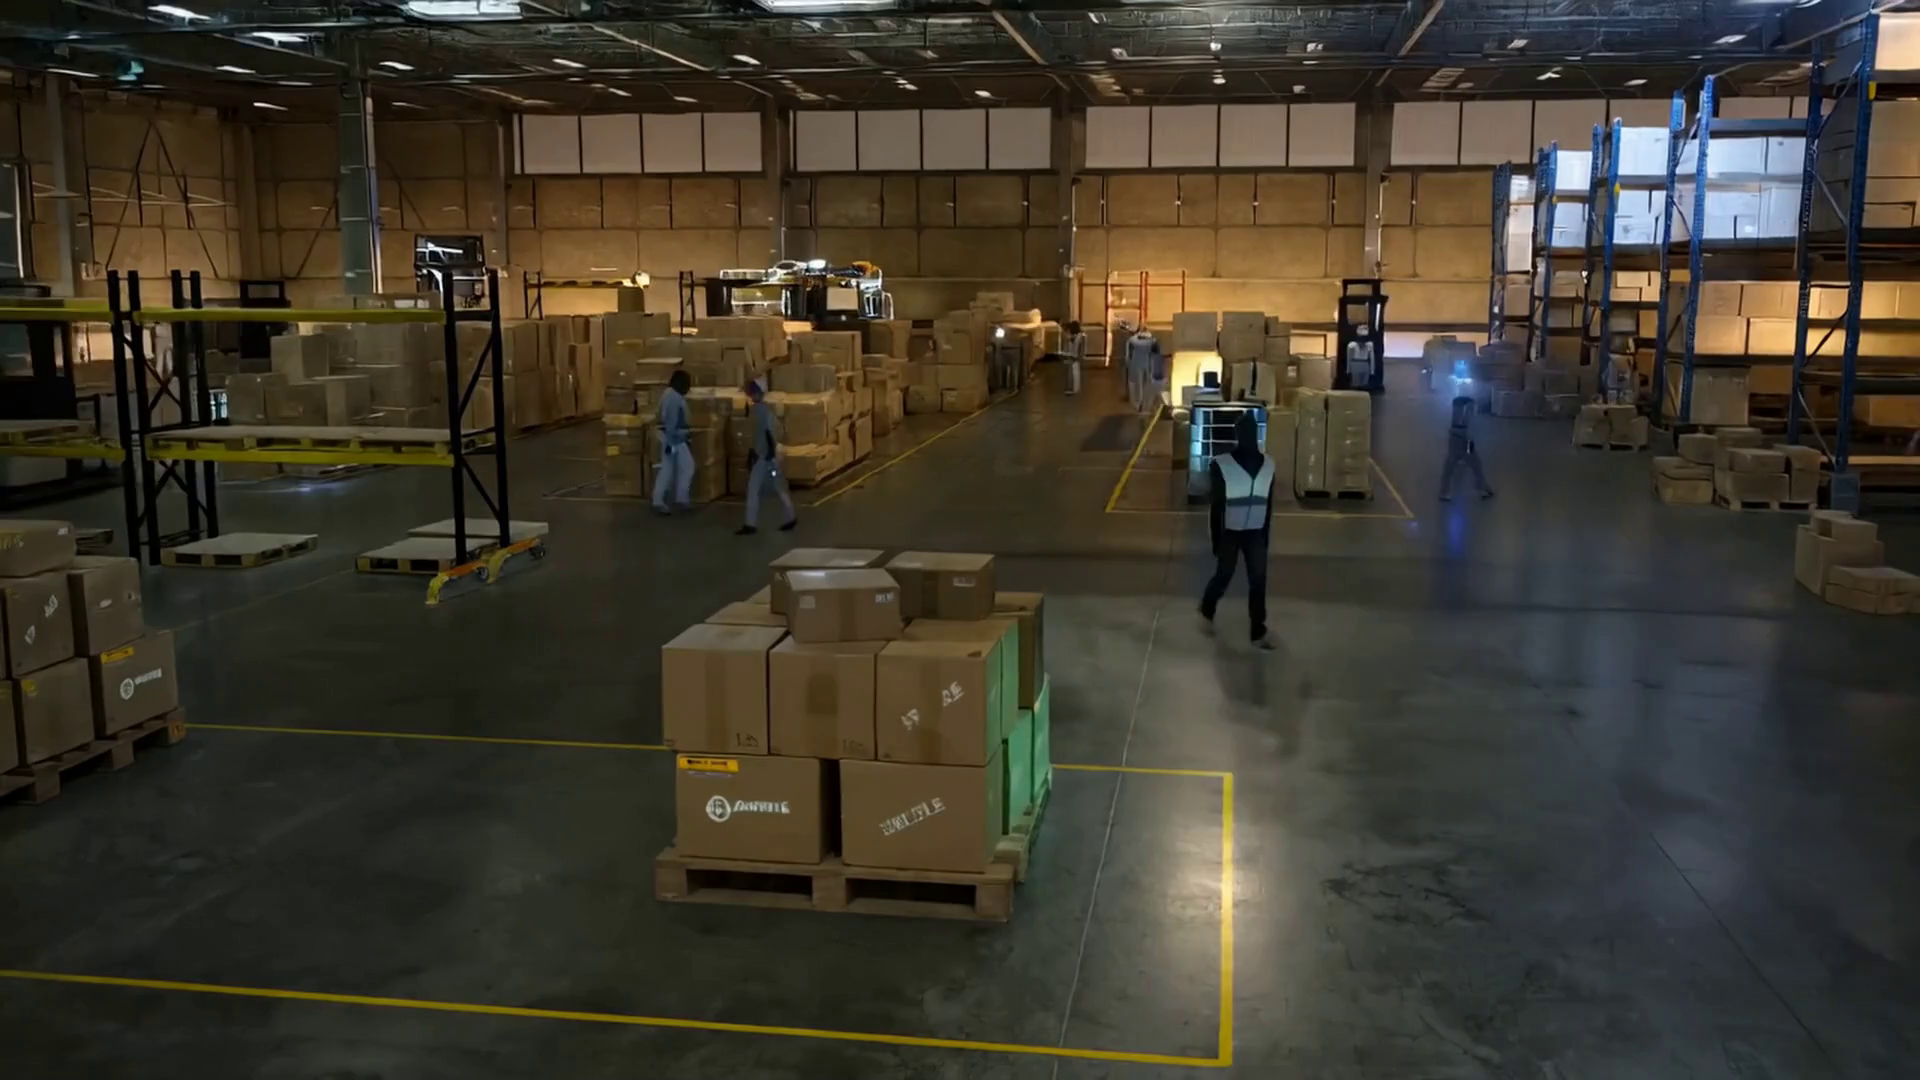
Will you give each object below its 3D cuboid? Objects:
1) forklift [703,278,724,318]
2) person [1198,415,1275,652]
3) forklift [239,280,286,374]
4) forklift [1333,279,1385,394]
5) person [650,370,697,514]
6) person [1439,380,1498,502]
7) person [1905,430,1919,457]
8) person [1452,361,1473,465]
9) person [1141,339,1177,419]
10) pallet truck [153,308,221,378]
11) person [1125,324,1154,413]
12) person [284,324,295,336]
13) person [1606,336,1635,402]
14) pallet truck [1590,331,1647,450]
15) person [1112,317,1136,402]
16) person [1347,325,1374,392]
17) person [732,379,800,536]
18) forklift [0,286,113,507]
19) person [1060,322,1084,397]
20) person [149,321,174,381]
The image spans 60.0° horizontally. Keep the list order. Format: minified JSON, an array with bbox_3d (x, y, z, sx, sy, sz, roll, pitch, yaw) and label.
[{"bbox_3d":[-6.668,-5.726,45.231,1.873,2.768,1.129,1,9,6],"label":"forklift"},{"bbox_3d":[2.250,-0.089,13.540,0.595,1.889,0.945,-4,10,-22],"label":"person"},{"bbox_3d":[-15.623,-4.464,37.445,1.129,2.768,1.873,-3,10,-19],"label":"forklift"},{"bbox_3d":[9.844,-5.040,40.995,1.129,2.768,1.873,1,9,8],"label":"forklift"},{"bbox_3d":[-3.586,-1.226,20.847,0.664,1.794,0.642,-1,9,-3],"label":"person"},{"bbox_3d":[6.683,-1.298,21.861,0.846,1.600,0.520,-4,10,-22],"label":"person"},{"bbox_3d":[15.333,-2.104,25.964,1.006,1.893,0.634,1,9,8],"label":"person"},{"bbox_3d":[7.855,-1.984,25.995,0.314,1.632,0.524,-1,9,-4],"label":"person"},{"bbox_3d":[4.107,-3.291,34.003,0.878,1.652,0.535,6,11,35],"label":"person"},{"bbox_3d":[-21.869,-5.598,47.154,0.823,1.965,1.885,4,10,26],"label":"pallet truck"},{"bbox_3d":[3.837,-3.682,35.622,0.640,1.913,0.851,0,9,-2],"label":"person"},{"bbox_3d":[-14.620,-3.812,36.529,0.615,1.889,1.039,0,9,2],"label":"person"},{"bbox_3d":[12.048,-2.782,30.141,0.997,1.877,0.565,-1,9,-6],"label":"person"},{"bbox_3d":[11.253,-2.573,28.499,0.823,1.965,1.885,5,10,27],"label":"pallet truck"},{"bbox_3d":[3.833,-4.162,38.414,0.651,1.952,0.942,0,9,0],"label":"person"},{"bbox_3d":[8.294,-3.512,34.527,0.545,1.921,0.730,1,9,4],"label":"person"},{"bbox_3d":[-2.215,-0.954,19.105,0.809,1.820,0.592,-3,10,-15],"label":"person"},{"bbox_3d":[-12.305,-1.917,21.735,1.129,2.768,1.873,1,9,9],"label":"forklift"},{"bbox_3d":[2.695,-4.350,40.068,0.470,1.803,0.703,-8,12,-41],"label":"person"},{"bbox_3d":[-21.802,-5.279,45.446,0.606,1.917,0.416,-7,12,-37],"label":"person"}]
